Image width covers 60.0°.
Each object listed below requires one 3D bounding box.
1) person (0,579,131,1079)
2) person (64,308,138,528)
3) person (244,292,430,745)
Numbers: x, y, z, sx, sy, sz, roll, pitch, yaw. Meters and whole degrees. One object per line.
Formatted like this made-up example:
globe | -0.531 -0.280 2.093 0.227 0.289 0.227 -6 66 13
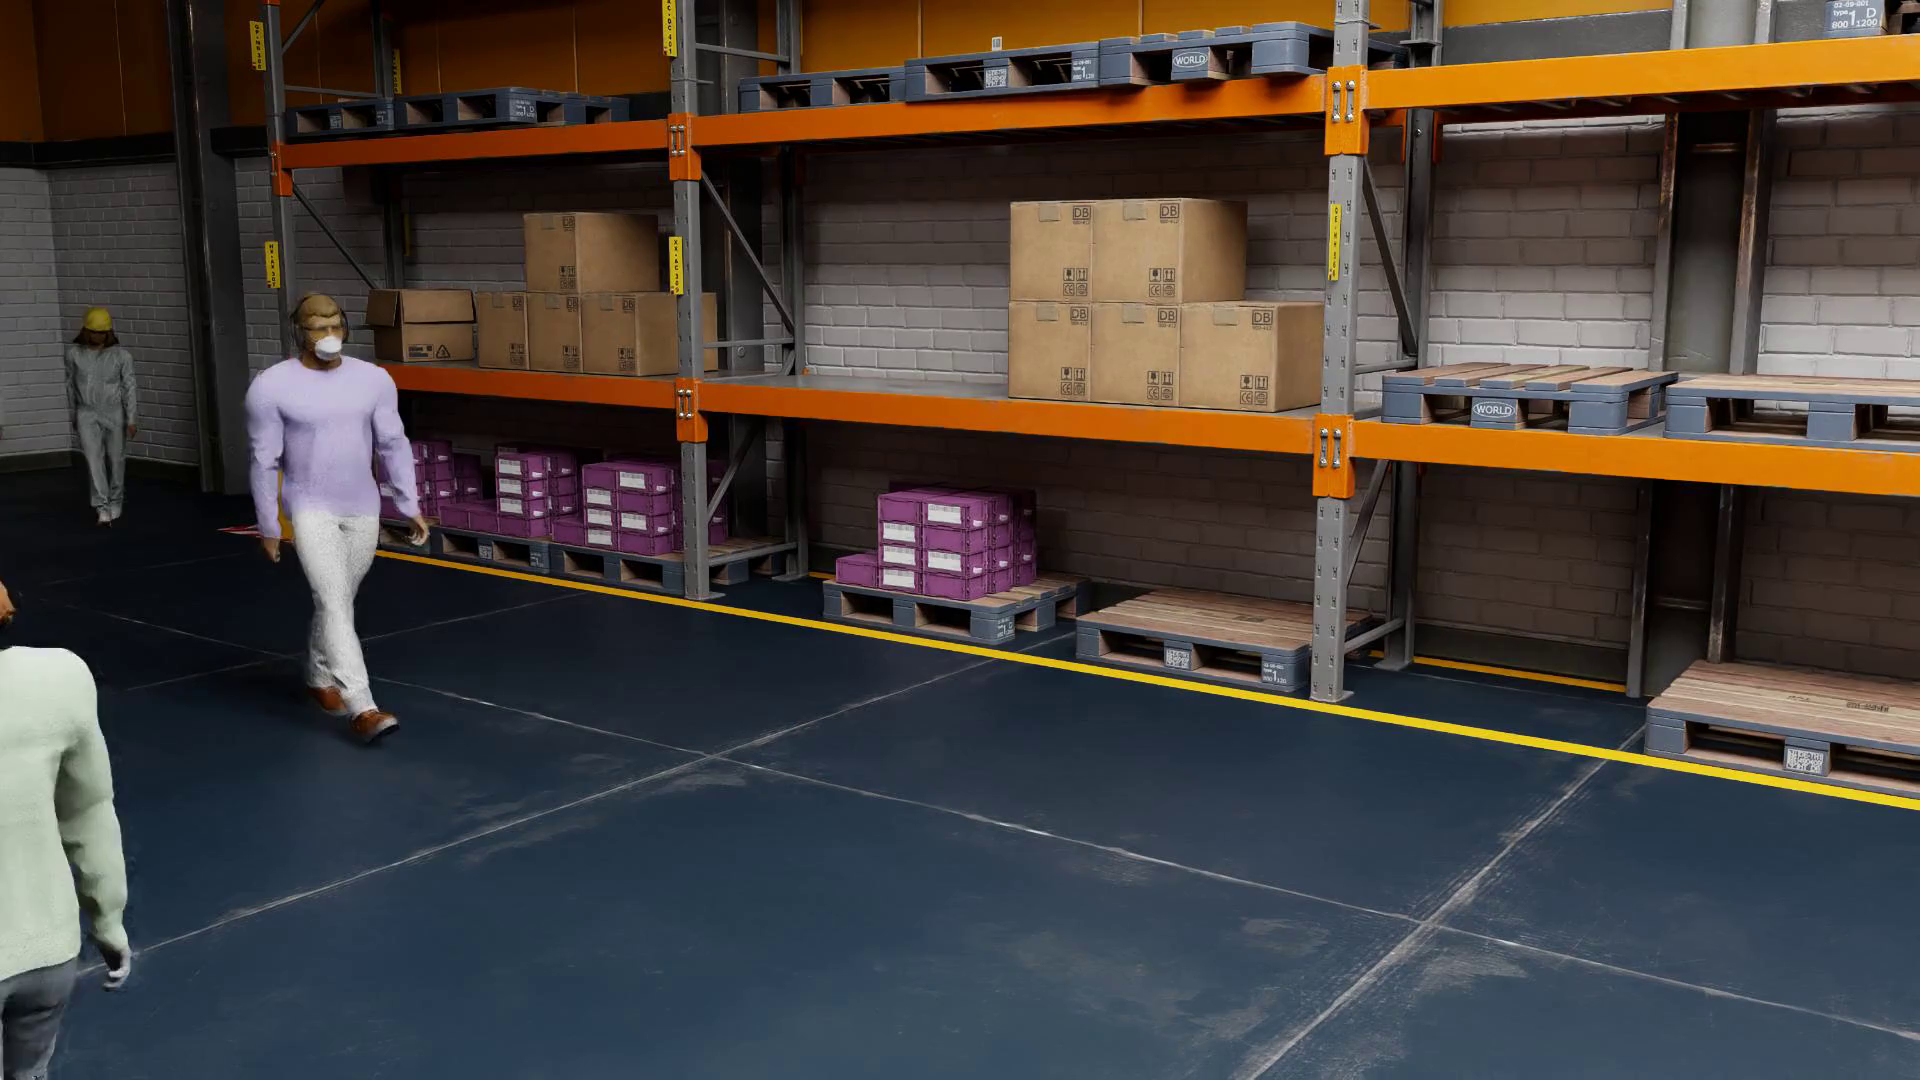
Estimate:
person | -1.706 0.740 2.857 0.342 1.617 0.529 5 11 25
person | -6.543 -0.936 12.713 0.491 1.660 0.967 -4 10 -22
person | -2.659 -0.103 7.118 1.018 1.885 0.644 9 13 44
